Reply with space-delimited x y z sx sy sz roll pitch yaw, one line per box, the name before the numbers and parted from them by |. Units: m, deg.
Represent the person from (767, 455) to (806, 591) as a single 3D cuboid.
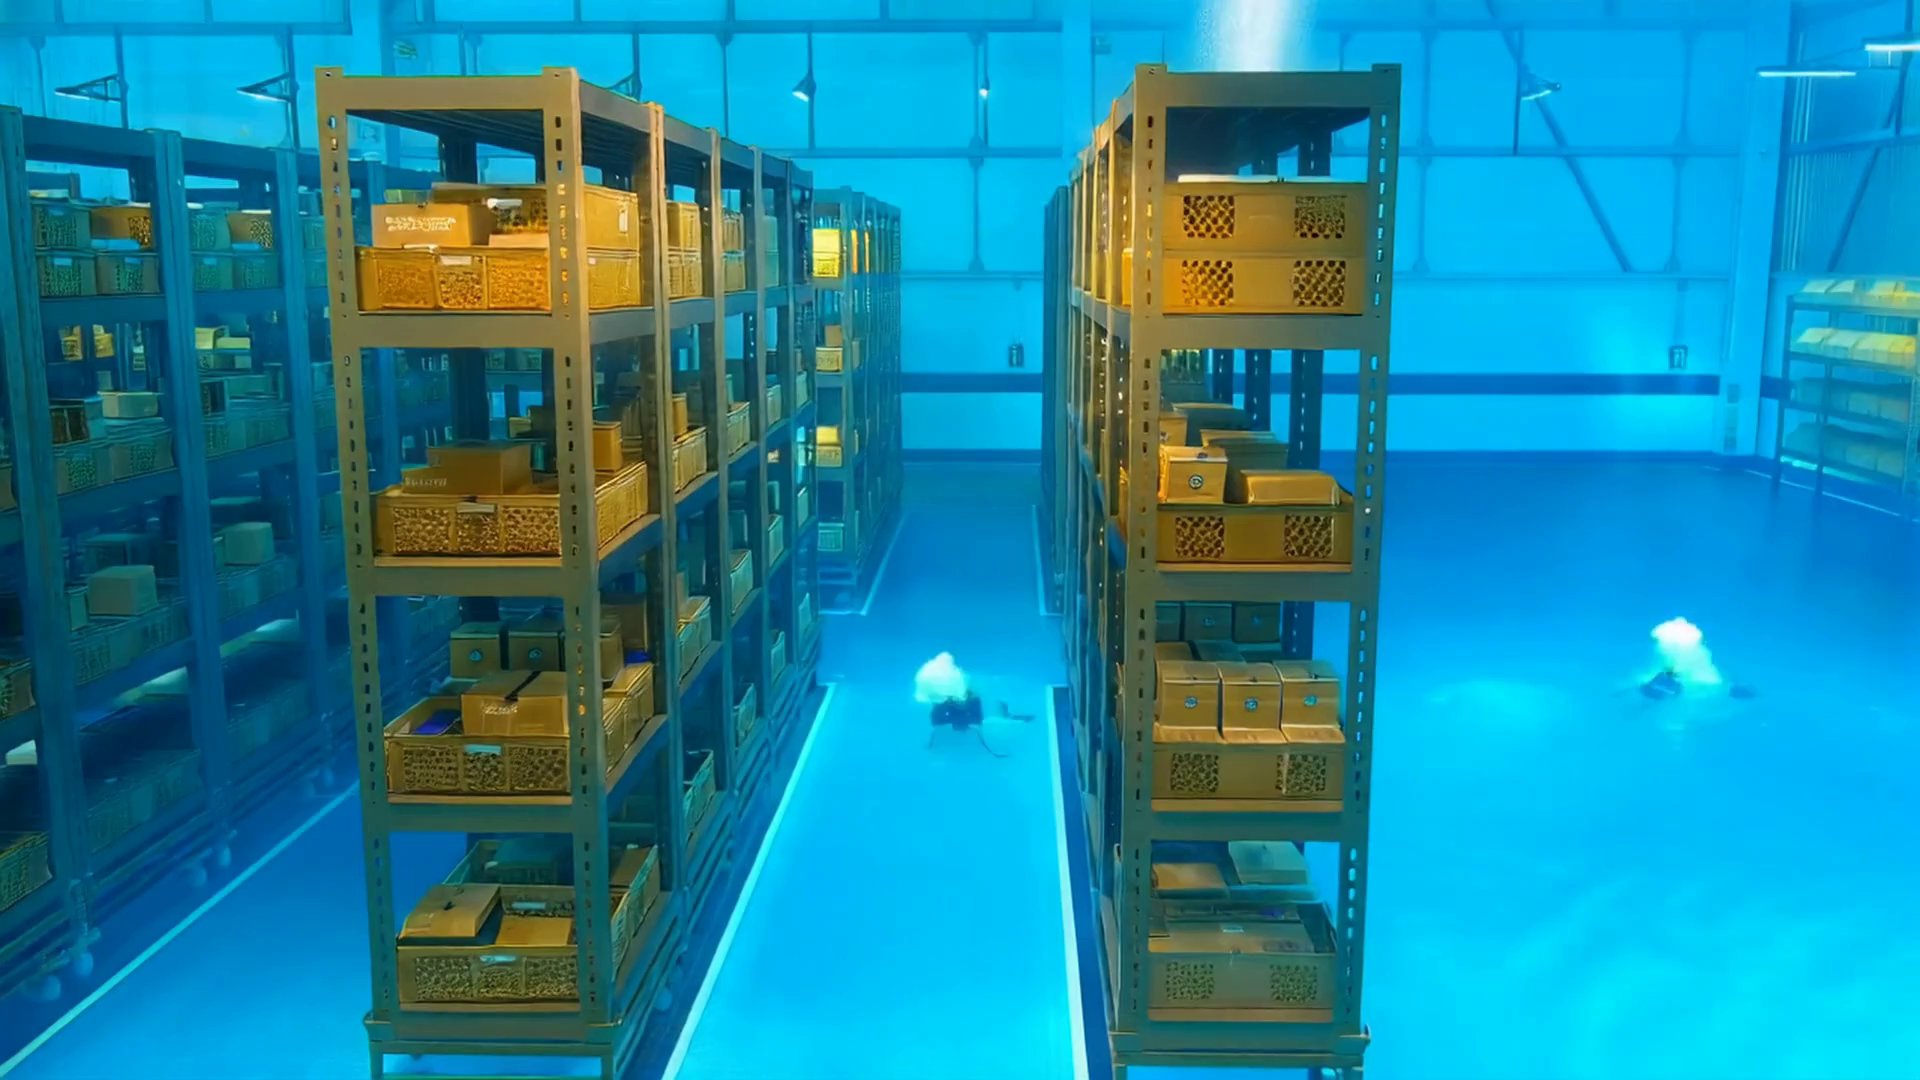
person | -1.462 0.021 12.477 0.668 1.796 0.382 1 10 7
